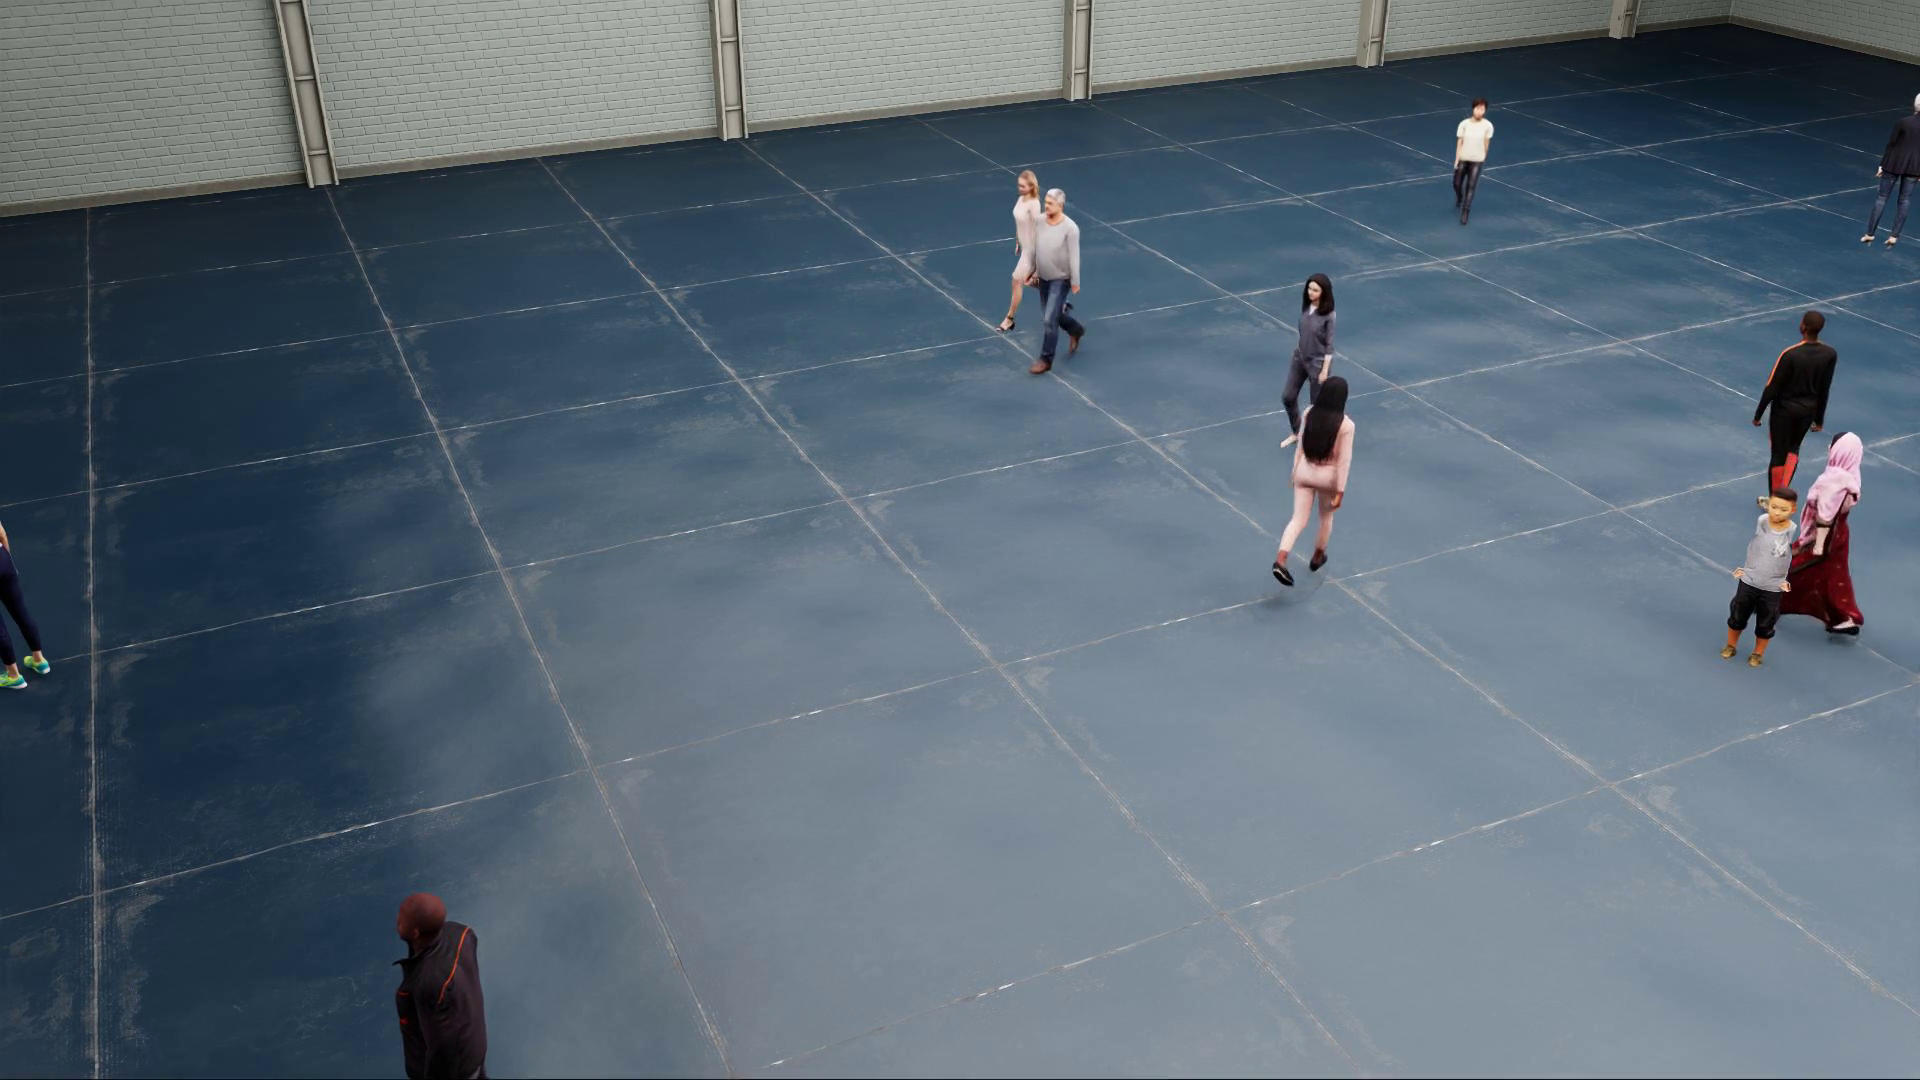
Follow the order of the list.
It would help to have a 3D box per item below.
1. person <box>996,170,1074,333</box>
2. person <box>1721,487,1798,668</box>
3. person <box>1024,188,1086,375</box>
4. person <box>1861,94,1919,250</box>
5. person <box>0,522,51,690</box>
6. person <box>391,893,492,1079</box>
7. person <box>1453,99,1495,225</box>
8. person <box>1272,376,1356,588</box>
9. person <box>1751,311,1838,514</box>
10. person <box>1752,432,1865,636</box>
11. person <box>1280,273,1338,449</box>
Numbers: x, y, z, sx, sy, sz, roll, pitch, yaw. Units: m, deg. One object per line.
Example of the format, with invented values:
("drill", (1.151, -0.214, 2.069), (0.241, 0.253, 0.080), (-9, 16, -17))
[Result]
("person", (0.835, -3.074, 17.783), (1.133, 1.784, 0.719), (-7, 29, -12))
("person", (5.785, 0.224, 11.942), (0.630, 1.453, 0.648), (18, 33, 30))
("person", (1.018, -2.671, 16.923), (1.232, 1.881, 0.932), (-23, 36, -36))
("person", (10.517, -4.161, 18.617), (0.822, 1.782, 0.789), (10, 30, 18))
("person", (-6.790, 0.246, 11.636), (0.747, 1.701, 0.677), (11, 30, 20))
("person", (-2.307, 2.334, 7.584), (0.745, 1.825, 0.783), (-1, 28, -2))
("person", (6.572, -4.897, 21.429), (0.865, 1.574, 0.920), (9, 29, 16))
("person", (2.722, -0.403, 12.878), (0.970, 1.680, 1.200), (21, 34, 34))
("person", (7.013, -1.029, 13.923), (0.724, 1.802, 0.837), (1, 28, 2))
("person", (6.433, -0.006, 12.218), (1.086, 1.599, 0.920), (-24, 36, -38))
("person", (3.263, -1.617, 15.102), (0.740, 1.732, 0.678), (-18, 33, -30))
